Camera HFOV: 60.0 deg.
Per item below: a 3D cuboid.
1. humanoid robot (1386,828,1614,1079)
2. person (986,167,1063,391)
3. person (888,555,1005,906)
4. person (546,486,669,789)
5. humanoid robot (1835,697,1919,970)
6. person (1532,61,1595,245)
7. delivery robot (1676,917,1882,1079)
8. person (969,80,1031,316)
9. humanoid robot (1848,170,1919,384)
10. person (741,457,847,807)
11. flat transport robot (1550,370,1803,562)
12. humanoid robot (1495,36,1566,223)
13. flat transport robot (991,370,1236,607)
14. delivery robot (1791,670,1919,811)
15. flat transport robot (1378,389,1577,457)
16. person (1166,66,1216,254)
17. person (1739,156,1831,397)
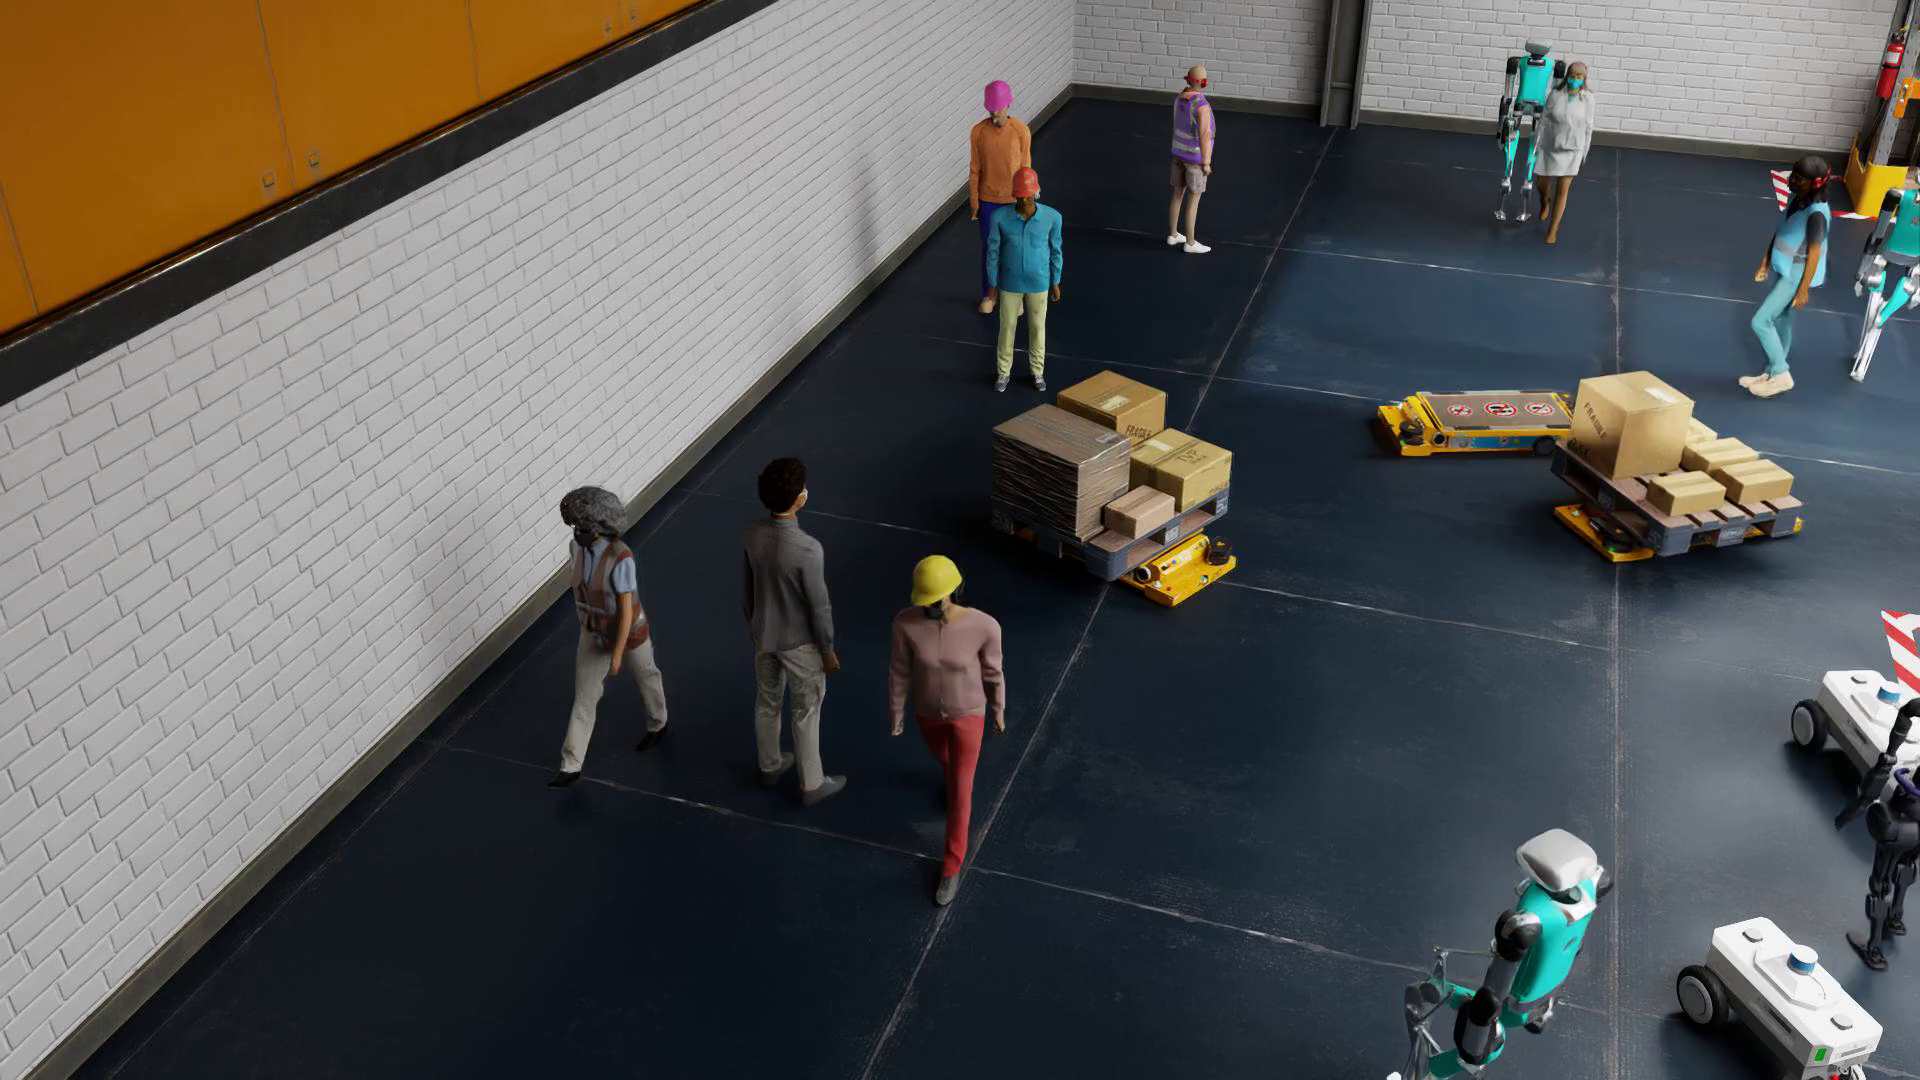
[{"bbox_3d":[1.914,1.701,6.304,0.536,1.752,0.979,-21,36,-32],"label":"humanoid robot"},{"bbox_3d":[0.480,-1.944,12.467,0.573,1.749,0.337,0,30,0],"label":"person"},{"bbox_3d":[-0.051,0.771,7.887,0.550,1.709,0.920,6,31,10],"label":"person"},{"bbox_3d":[-1.822,0.507,8.393,0.424,1.643,0.871,15,34,24],"label":"person"},{"bbox_3d":[4.193,1.147,7.292,0.608,1.648,0.391,-1,30,-2],"label":"humanoid robot"},{"bbox_3d":[5.591,-3.636,15.455,0.496,1.641,0.675,14,33,22],"label":"person"},{"bbox_3d":[3.481,1.953,7.007,0.499,0.581,0.774,-9,32,-15],"label":"delivery robot"},{"bbox_3d":[0.328,-2.821,13.752,0.519,1.972,0.404,4,31,7],"label":"person"},{"bbox_3d":[7.133,-2.023,12.645,0.579,1.735,1.059,17,34,26],"label":"humanoid robot"},{"bbox_3d":[-0.865,0.472,8.225,0.542,1.891,0.387,20,36,30],"label":"person"},{"bbox_3d":[4.718,-0.179,10.929,1.431,0.231,0.659,-9,32,-14],"label":"flat transport robot"},{"bbox_3d":[5.229,-3.755,15.433,0.533,1.677,0.735,11,32,18],"label":"humanoid robot"},{"bbox_3d":[0.996,-0.024,10.666,1.431,0.231,0.659,26,39,37],"label":"flat transport robot"},{"bbox_3d":[4.752,1.002,8.657,0.499,0.614,0.812,-1,30,-1],"label":"delivery robot"},{"bbox_3d":[3.829,-0.846,12.064,1.431,0.231,0.659,-1,30,-2],"label":"flat transport robot"},{"bbox_3d":[2.092,-3.446,15.080,0.348,1.694,0.492,-16,34,-25],"label":"person"},{"bbox_3d":[6.179,-1.954,12.391,0.442,1.850,0.572,8,32,14],"label":"person"}]
